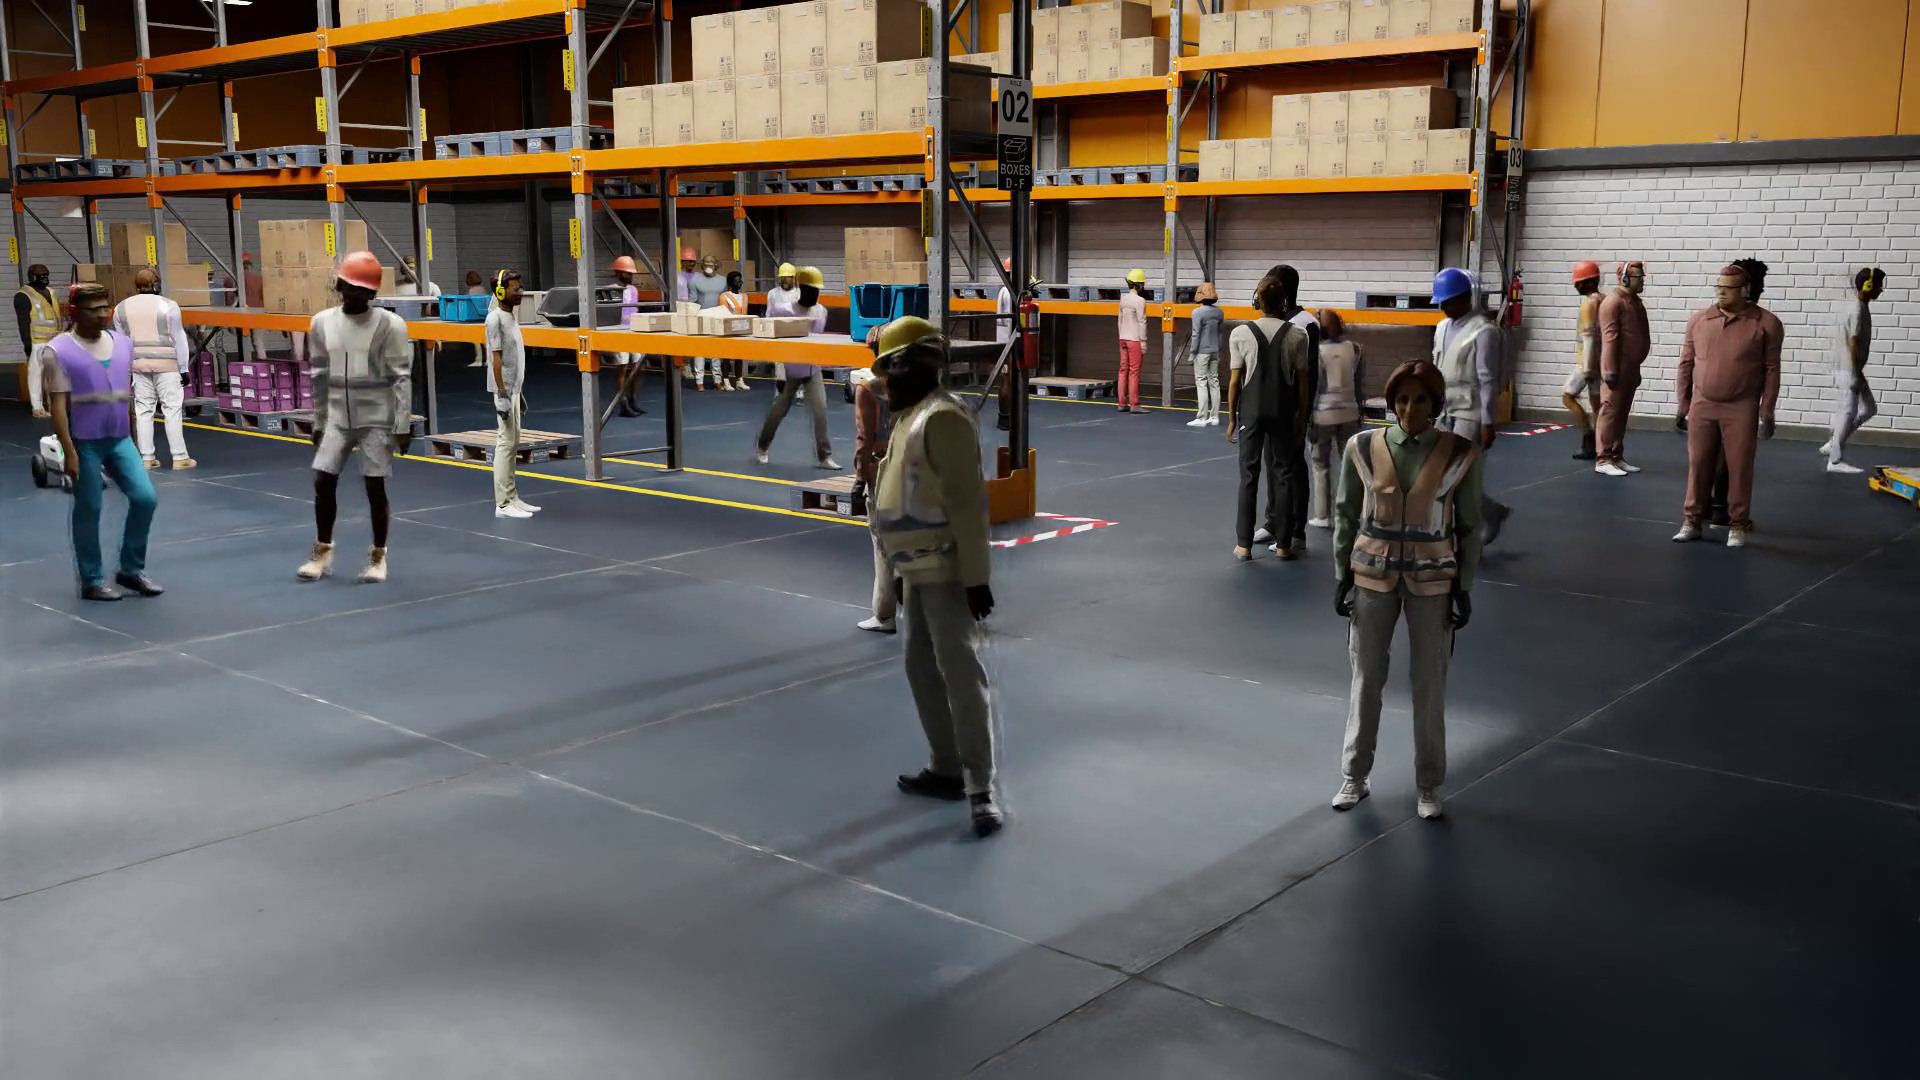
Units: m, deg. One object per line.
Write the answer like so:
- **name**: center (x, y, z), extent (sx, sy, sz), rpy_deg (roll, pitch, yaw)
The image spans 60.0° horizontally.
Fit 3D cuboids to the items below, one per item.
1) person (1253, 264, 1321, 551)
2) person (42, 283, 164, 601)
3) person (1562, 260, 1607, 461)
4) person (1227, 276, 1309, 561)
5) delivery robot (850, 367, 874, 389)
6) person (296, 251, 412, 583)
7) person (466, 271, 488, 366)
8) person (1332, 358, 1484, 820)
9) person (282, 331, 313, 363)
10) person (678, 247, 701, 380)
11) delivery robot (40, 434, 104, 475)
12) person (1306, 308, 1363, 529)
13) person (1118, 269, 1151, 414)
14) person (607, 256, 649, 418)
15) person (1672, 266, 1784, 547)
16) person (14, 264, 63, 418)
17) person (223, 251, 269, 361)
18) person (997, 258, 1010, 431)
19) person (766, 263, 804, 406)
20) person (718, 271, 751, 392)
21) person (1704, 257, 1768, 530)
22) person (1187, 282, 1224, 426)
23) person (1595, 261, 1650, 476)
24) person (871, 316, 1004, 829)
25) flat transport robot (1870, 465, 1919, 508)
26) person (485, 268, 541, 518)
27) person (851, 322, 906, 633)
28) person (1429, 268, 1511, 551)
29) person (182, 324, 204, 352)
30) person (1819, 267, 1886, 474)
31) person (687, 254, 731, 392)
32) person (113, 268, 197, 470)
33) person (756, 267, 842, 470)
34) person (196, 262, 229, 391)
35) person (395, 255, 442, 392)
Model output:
- **person**: center (2.188, -0.883, 11.179), extent (0.391, 1.912, 0.587), rpy_deg (-4, 11, -22)
- **person**: center (-4.859, -0.542, 9.467), extent (0.578, 1.821, 0.614), rpy_deg (4, 11, 22)
- **person**: center (5.975, -1.686, 15.773), extent (0.574, 1.906, 0.443), rpy_deg (-9, 14, -43)
- **person**: center (1.991, -0.781, 10.783), extent (0.513, 1.845, 0.334), rpy_deg (1, 10, 7)
- **delivery robot**: center (-1.146, -2.078, 21.572), extent (0.477, 0.478, 0.707), rpy_deg (-5, 11, -28)
- **person**: center (-3.611, -0.718, 9.976), extent (0.707, 2.005, 0.451), rpy_deg (2, 10, 9)
- **person**: center (-8.232, -3.770, 28.474), extent (0.382, 1.639, 0.526), rpy_deg (2, 10, 13)
- **person**: center (1.585, 0.174, 5.943), extent (0.511, 1.638, 0.307), rpy_deg (4, 11, 21)
- **person**: center (-9.025, -2.972, 22.948), extent (0.619, 1.959, 0.864), rpy_deg (-6, 12, -32)
- **person**: center (-4.099, -3.430, 25.349), extent (0.644, 2.022, 0.641), rpy_deg (-8, 13, -37)
- **delivery robot**: center (-7.494, -0.752, 14.023), extent (0.477, 0.478, 0.707), rpy_deg (-8, 13, -40)
- **person**: center (2.670, -0.838, 11.769), extent (0.539, 1.606, 0.645), rpy_deg (-3, 10, -15)
- **person**: center (2.135, -2.435, 20.428), extent (0.327, 1.769, 0.525), rpy_deg (-5, 11, -26)
- **person**: center (-4.001, -2.426, 19.920), extent (0.409, 1.932, 0.556), rpy_deg (7, 12, 35)
- **person**: center (5.198, -0.898, 11.309), extent (0.678, 1.911, 0.401), rpy_deg (8, 13, 39)
- **person**: center (-10.986, -2.382, 19.943), extent (0.429, 1.836, 0.625), rpy_deg (2, 10, 10)
- **person**: center (-10.605, -3.302, 24.769), extent (0.617, 1.972, 0.494), rpy_deg (-7, 12, -36)
- **person**: center (0.597, -2.184, 18.510), extent (0.372, 1.934, 0.551), rpy_deg (-1, 10, -5)
- **person**: center (-2.206, -2.633, 21.365), extent (0.600, 1.832, 0.404), rpy_deg (1, 10, 4)
- **person**: center (-3.190, -2.956, 23.582), extent (0.320, 1.699, 0.531), rpy_deg (9, 13, 40)
- **person**: center (5.581, -1.052, 12.025), extent (0.370, 1.958, 0.599), rpy_deg (1, 10, 7)
- **person**: center (2.797, -2.110, 18.951), extent (0.508, 1.632, 0.265), rpy_deg (-8, 13, -39)
- **person**: center (5.956, -1.535, 14.902), extent (0.405, 1.911, 0.636), rpy_deg (9, 13, 41)
- **person**: center (-0.076, 0.108, 5.918), extent (0.417, 1.785, 0.740), rpy_deg (-3, 10, -17)
- **flat transport robot**: center (7.785, -0.407, 13.134), extent (0.652, 0.197, 1.431), rpy_deg (2, 10, 11)
- **person**: center (-3.382, -1.100, 12.533), extent (0.326, 1.871, 0.520), rpy_deg (0, 10, -2)
- **person**: center (-0.349, -0.326, 8.780), extent (0.514, 1.640, 0.309), rpy_deg (-9, 13, -42)
- **person**: center (3.311, -0.812, 10.814), extent (0.625, 1.898, 0.636), rpy_deg (-3, 10, -15)
- **person**: center (-12.557, -3.550, 27.260), extent (0.833, 1.592, 0.518), rpy_deg (-7, 12, -34)
- **person**: center (8.059, -1.513, 14.931), extent (0.417, 1.847, 0.567), rpy_deg (6, 11, 29)
- **person**: center (-3.538, -3.068, 23.560), extent (0.629, 1.933, 0.379), rpy_deg (-4, 11, -24)
- **person**: center (-7.342, -1.555, 15.201), extent (0.621, 1.845, 0.429), rpy_deg (0, 10, 0)
- **person**: center (-1.521, -1.598, 15.425), extent (0.601, 1.863, 1.060), rpy_deg (-9, 13, -40)
- **person**: center (-10.684, -3.036, 23.669), extent (0.404, 1.827, 0.599), rpy_deg (1, 10, 6)
- **person**: center (-6.425, -2.375, 19.594), extent (0.635, 1.937, 0.352), rpy_deg (-2, 10, -13)
